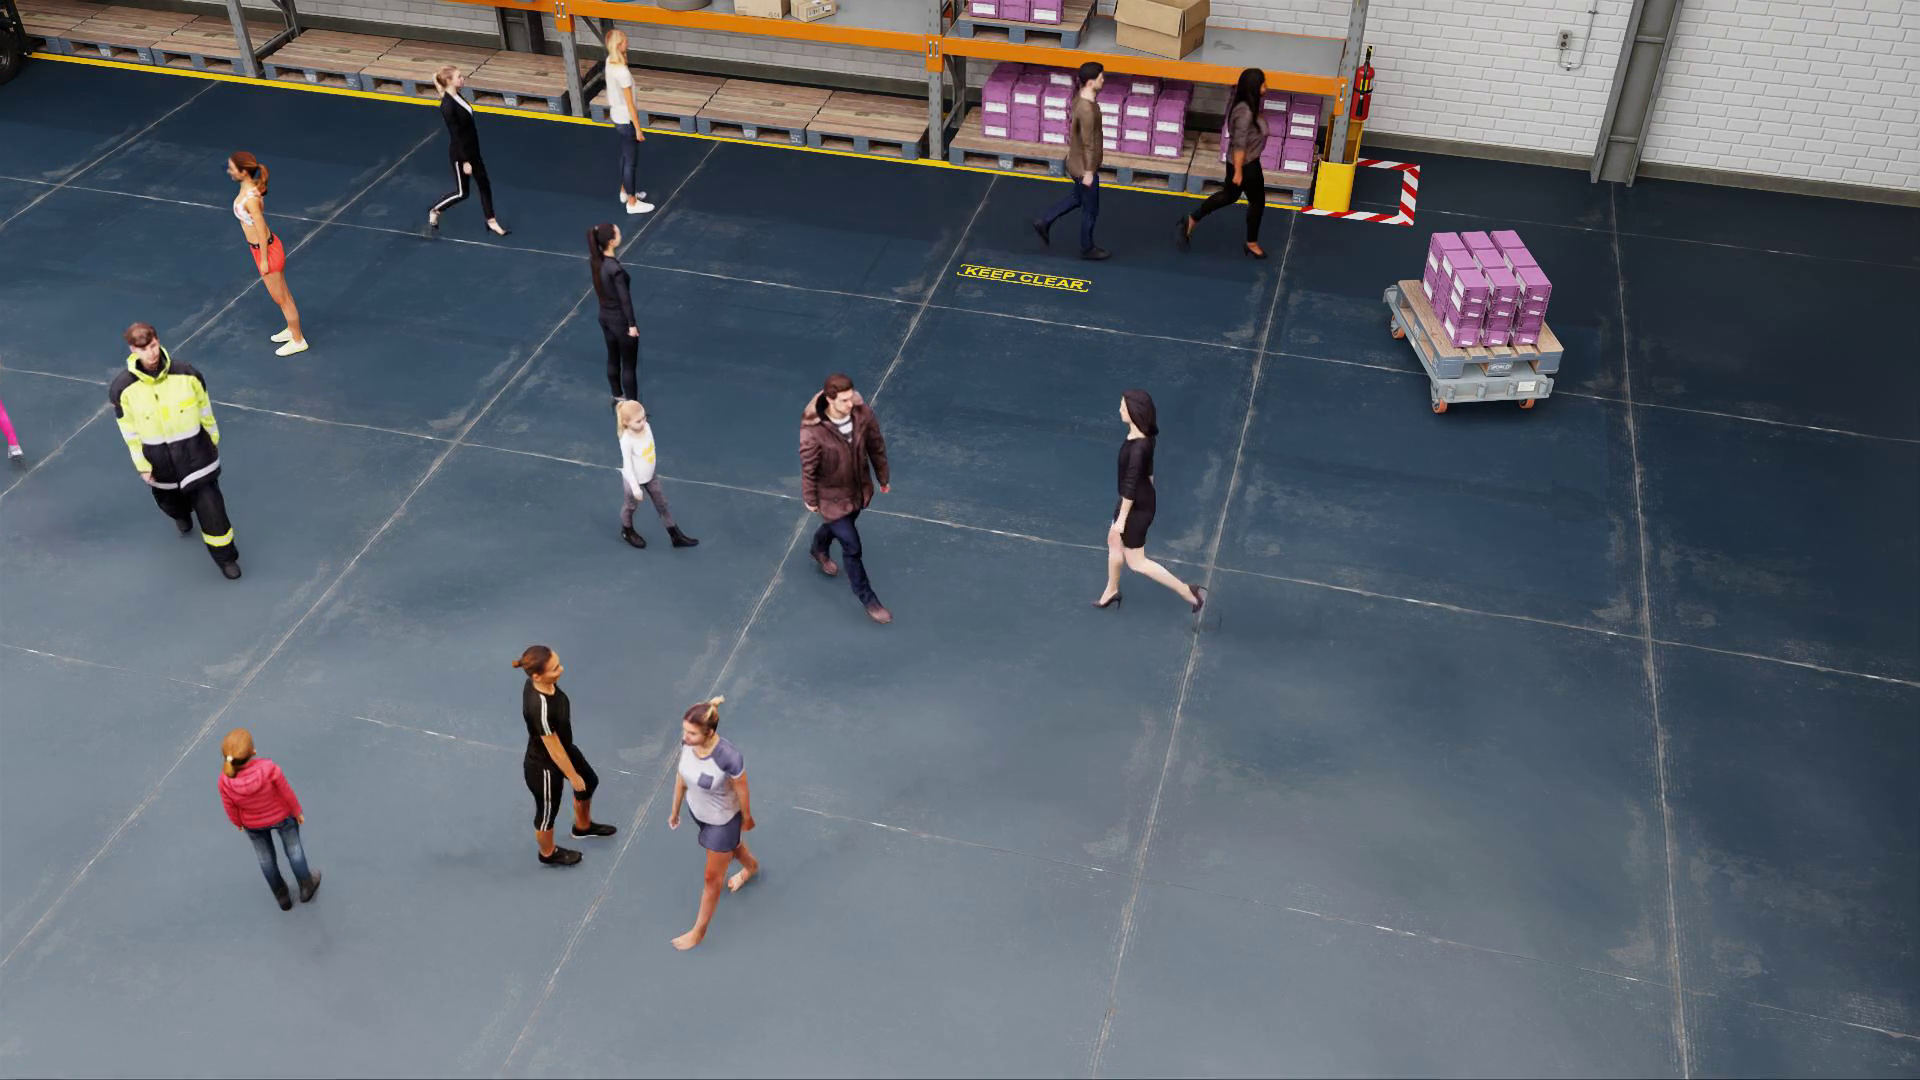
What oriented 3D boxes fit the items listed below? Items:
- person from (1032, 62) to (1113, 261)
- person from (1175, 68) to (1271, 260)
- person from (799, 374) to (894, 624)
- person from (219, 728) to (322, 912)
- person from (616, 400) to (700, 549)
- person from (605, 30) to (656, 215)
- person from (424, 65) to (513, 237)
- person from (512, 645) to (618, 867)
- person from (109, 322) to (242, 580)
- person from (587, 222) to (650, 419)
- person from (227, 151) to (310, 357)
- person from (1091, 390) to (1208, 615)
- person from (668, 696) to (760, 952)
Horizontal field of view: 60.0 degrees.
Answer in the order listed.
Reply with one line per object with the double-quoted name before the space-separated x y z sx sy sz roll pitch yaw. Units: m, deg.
"person" 1.038 -3.379 14.929 1.048 1.873 0.817 0 39 0
"person" 2.436 -3.349 14.943 1.156 1.809 0.781 3 39 4
"person" -0.840 -0.368 11.216 1.162 1.801 1.331 -29 47 -31
"person" -3.829 1.557 9.195 0.593 1.316 0.677 -10 40 -13
"person" -2.323 -0.465 11.776 0.888 1.253 0.638 19 42 22
"person" -3.190 -3.942 15.685 0.726 1.809 0.683 -17 42 -20
"person" -4.625 -3.509 15.245 1.052 1.683 0.739 2 39 2
"person" -2.377 1.236 9.326 0.756 1.654 0.680 -2 39 -3
"person" -5.433 -0.660 11.459 1.192 1.956 1.262 -22 43 -25
"person" -2.667 -1.698 12.954 0.705 1.711 0.597 -29 47 -31
"person" -5.721 -2.375 13.737 0.731 1.792 0.681 -15 41 -18
"person" 1.246 -0.166 10.987 1.020 1.771 0.652 7 39 8
"person" -1.284 1.445 9.124 1.001 1.579 0.930 31 48 33
